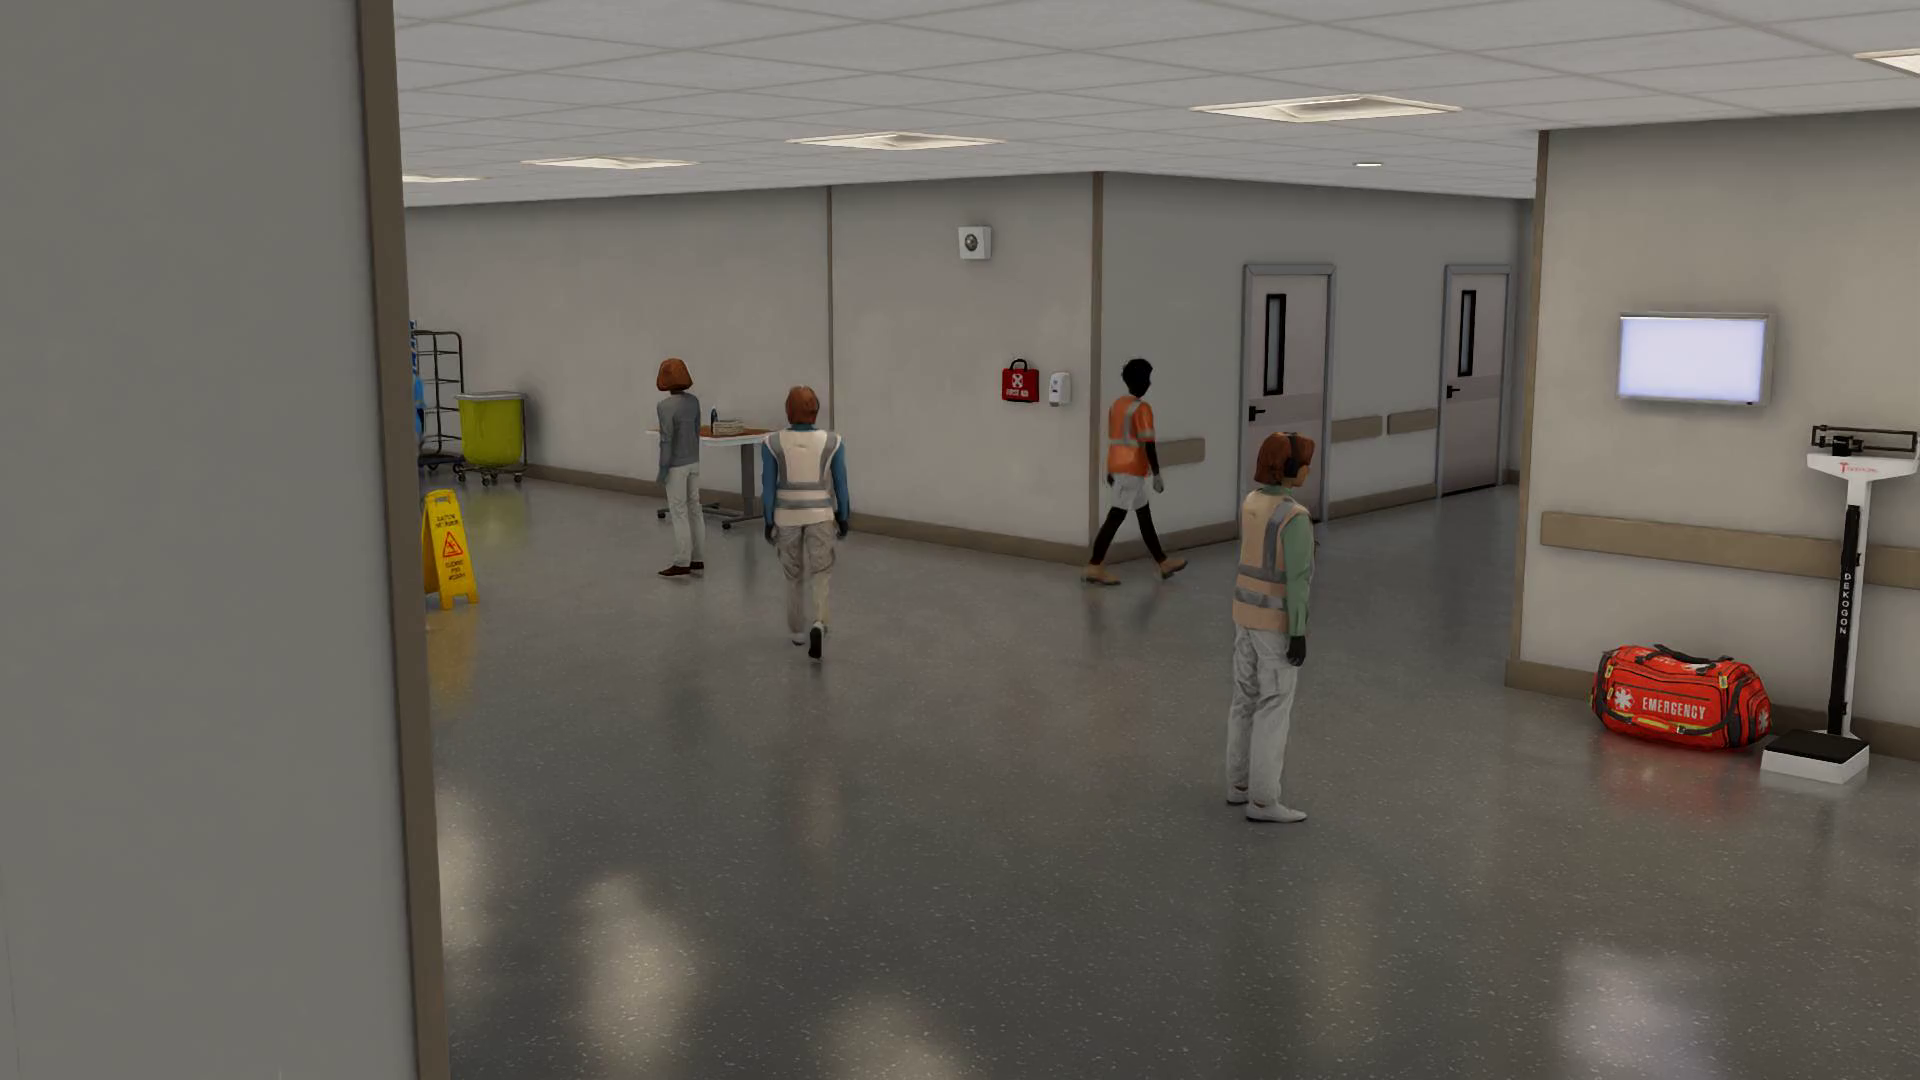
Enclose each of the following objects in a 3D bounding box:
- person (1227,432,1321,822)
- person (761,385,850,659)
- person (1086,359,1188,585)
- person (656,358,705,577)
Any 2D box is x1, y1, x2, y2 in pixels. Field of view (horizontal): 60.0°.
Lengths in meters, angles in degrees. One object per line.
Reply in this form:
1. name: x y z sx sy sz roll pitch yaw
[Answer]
1. person: 1.307 0.361 6.962 0.318 1.628 0.518 -3 10 -16
2. person: -0.921 -0.114 9.919 0.526 1.610 0.750 -1 9 -6
3. person: 1.295 -0.495 12.159 0.868 1.635 0.577 -2 10 -13
4. person: -2.109 -0.539 12.460 0.286 1.633 0.501 4 10 24
